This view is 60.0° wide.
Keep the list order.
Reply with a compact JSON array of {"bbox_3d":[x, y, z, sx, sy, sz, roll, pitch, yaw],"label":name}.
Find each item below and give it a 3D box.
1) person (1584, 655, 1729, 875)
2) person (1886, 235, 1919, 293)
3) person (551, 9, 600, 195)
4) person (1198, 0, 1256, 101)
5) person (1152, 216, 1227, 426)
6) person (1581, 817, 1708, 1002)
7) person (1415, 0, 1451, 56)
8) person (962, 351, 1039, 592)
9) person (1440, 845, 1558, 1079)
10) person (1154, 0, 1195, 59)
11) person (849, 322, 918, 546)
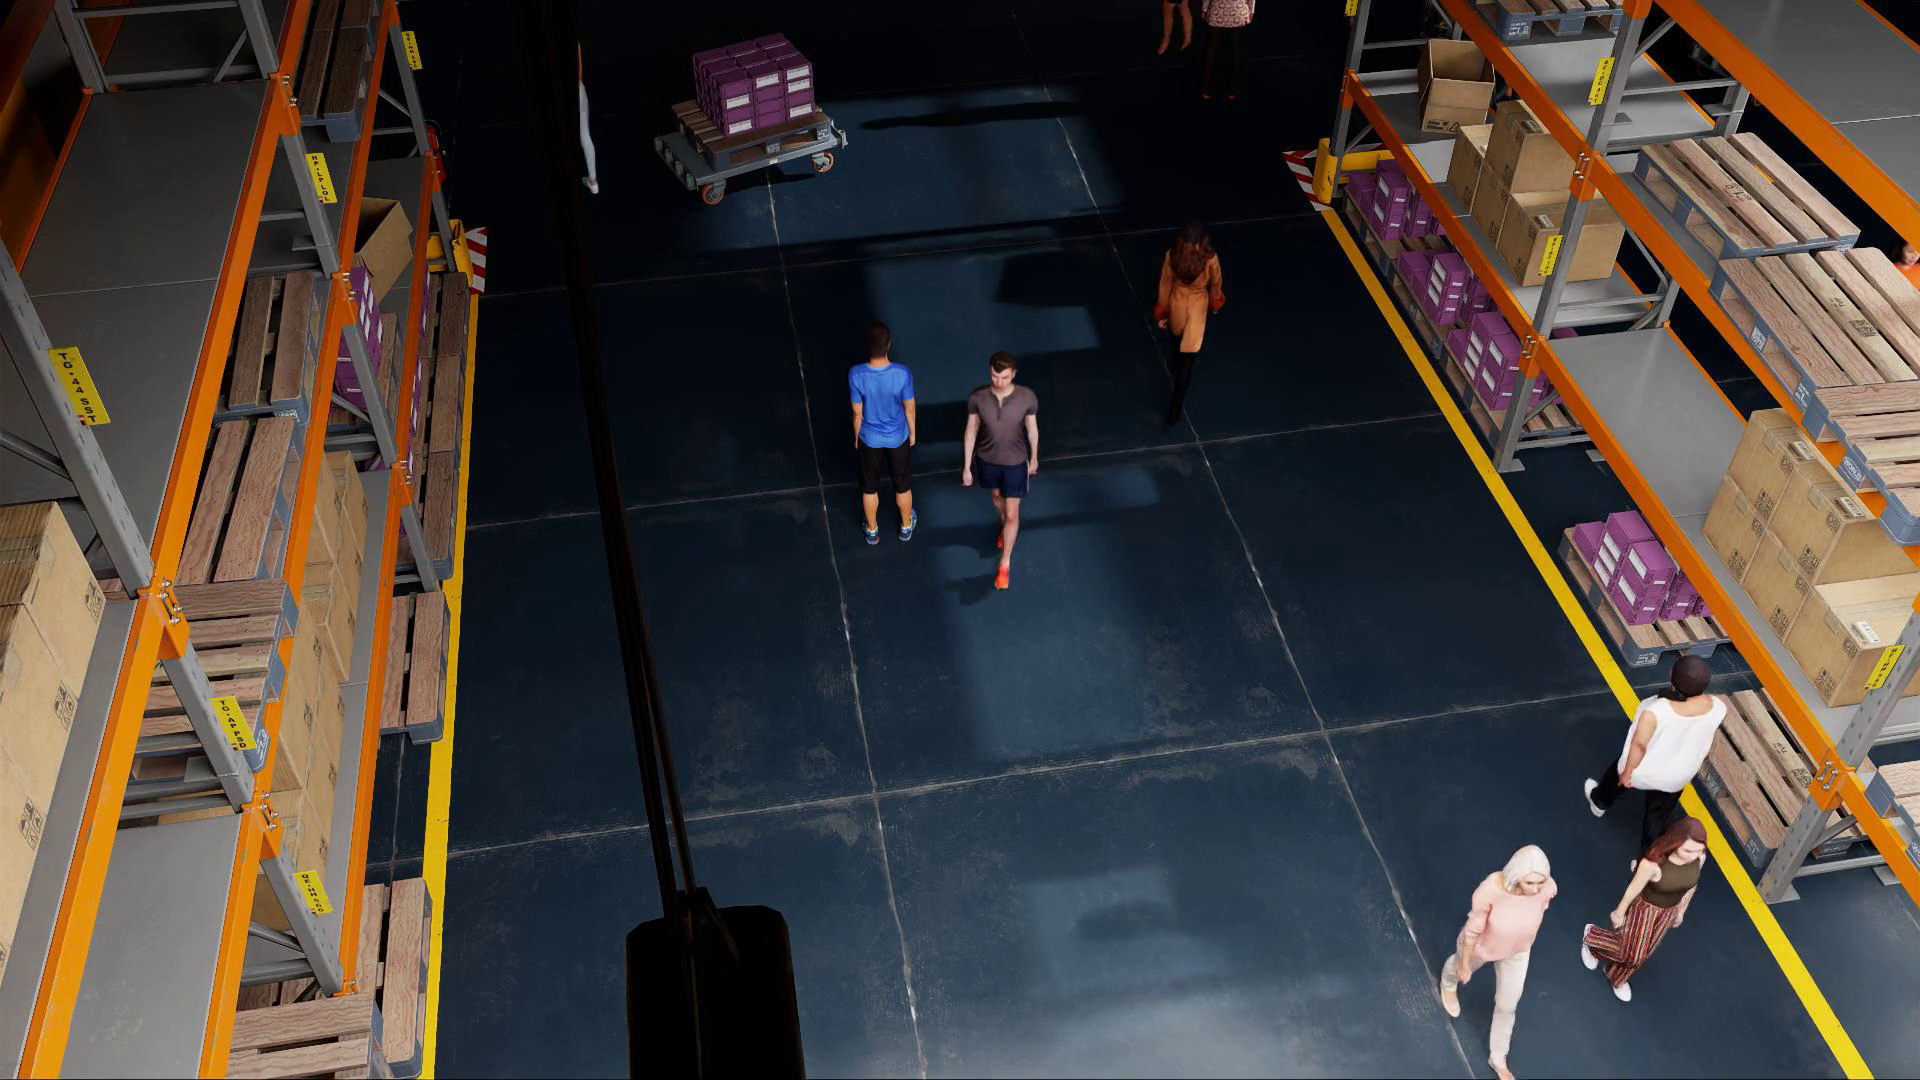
[{"bbox_3d":[4.097,1.346,9.726,0.760,1.652,1.133,-2,44,-2],"label":"person"},{"bbox_3d":[7.010,-1.622,12.771,0.607,1.748,0.528,-7,44,-7],"label":"person"},{"bbox_3d":[-3.549,-3.986,15.277,0.884,1.714,1.122,-28,50,-26],"label":"person"},{"bbox_3d":[2.656,-5.244,16.530,0.742,1.808,0.692,4,44,5],"label":"person"},{"bbox_3d":[1.753,-1.677,12.886,1.068,1.671,1.314,12,45,13],"label":"person"},{"bbox_3d":[3.770,1.948,9.167,0.558,1.550,0.678,-9,44,-9],"label":"person"},{"bbox_3d":[4.892,-5.579,16.983,0.828,1.668,1.083,1,44,1],"label":"person"},{"bbox_3d":[0.316,-0.626,11.673,0.885,1.821,1.097,8,44,8],"label":"person"},{"bbox_3d":[2.838,2.089,8.918,0.648,1.690,1.010,-5,44,-5],"label":"person"},{"bbox_3d":[2.334,-5.771,17.075,0.713,1.820,0.599,1,44,1],"label":"person"},{"bbox_3d":[-0.542,-0.729,11.746,0.626,1.869,0.586,-3,44,-3],"label":"person"}]
